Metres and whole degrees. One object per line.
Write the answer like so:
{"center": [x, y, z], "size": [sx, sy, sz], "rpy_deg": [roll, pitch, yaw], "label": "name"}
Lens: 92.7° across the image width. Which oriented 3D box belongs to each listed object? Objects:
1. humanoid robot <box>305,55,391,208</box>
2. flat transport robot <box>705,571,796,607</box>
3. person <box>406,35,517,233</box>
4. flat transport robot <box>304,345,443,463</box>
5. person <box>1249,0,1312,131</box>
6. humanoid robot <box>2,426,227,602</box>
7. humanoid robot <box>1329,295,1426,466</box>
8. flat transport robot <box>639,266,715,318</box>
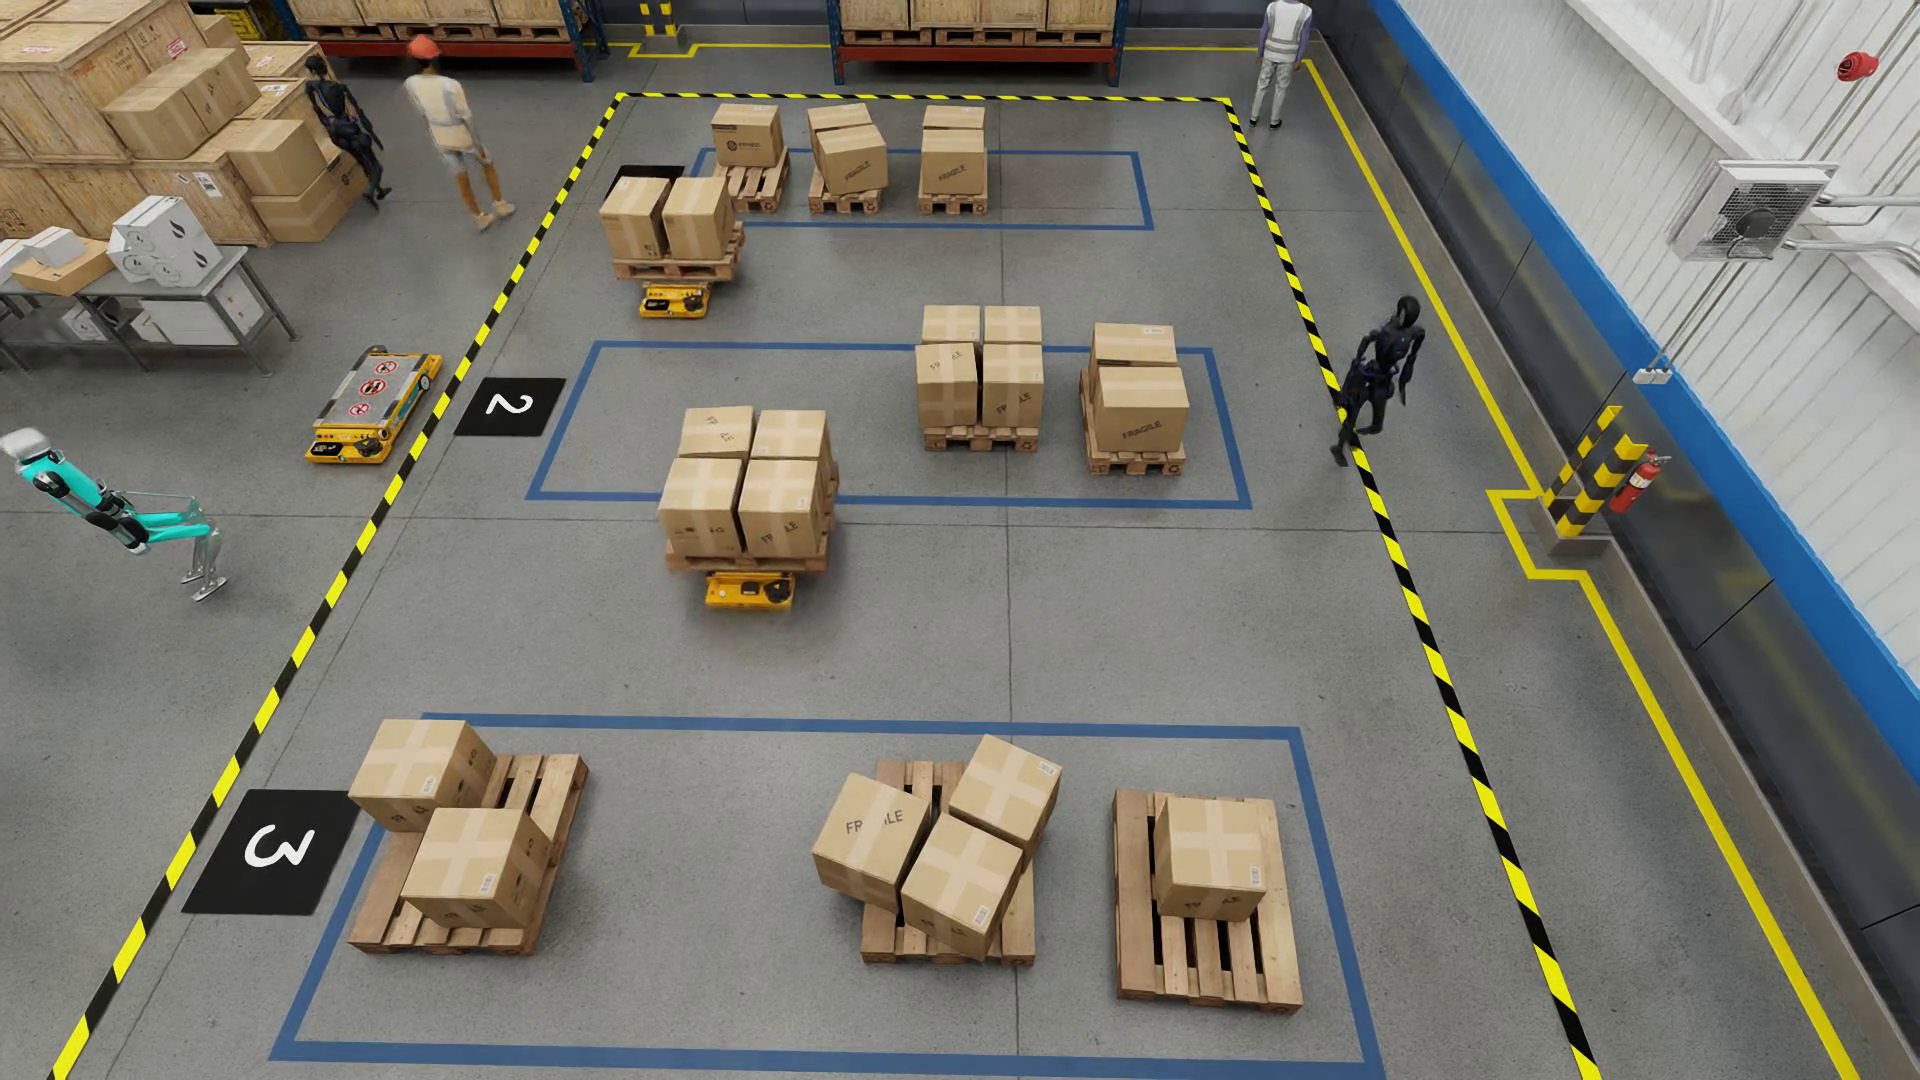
{"center": [-6.940, -4.570, 10.320], "size": [0.601, 1.643, 0.572], "rpy_deg": [4, 50, 3], "label": "humanoid robot"}
{"center": [-1.610, -0.088, 7.423], "size": [0.652, 0.197, 1.431], "rpy_deg": [1, 50, 1], "label": "flat transport robot"}
{"center": [-5.425, -4.386, 9.933], "size": [0.619, 2.016, 0.691], "rpy_deg": [1, 50, 1], "label": "person"}
{"center": [-5.383, -1.269, 8.441], "size": [0.659, 0.231, 1.431], "rpy_deg": [1, 50, 1], "label": "flat transport robot"}
{"center": [4.024, -6.101, 11.511], "size": [0.588, 1.823, 0.403], "rpy_deg": [22, 53, 17], "label": "person"}
{"center": [-5.792, -0.235, 6.519], "size": [0.735, 1.672, 0.533], "rpy_deg": [-37, 59, -27], "label": "humanoid robot"}
{"center": [3.395, -1.294, 7.536], "size": [0.600, 1.644, 0.388], "rpy_deg": [-6, 50, -5], "label": "humanoid robot"}
{"center": [-2.944, -2.885, 9.790], "size": [0.652, 0.197, 1.431], "rpy_deg": [1, 50, 1], "label": "flat transport robot"}
